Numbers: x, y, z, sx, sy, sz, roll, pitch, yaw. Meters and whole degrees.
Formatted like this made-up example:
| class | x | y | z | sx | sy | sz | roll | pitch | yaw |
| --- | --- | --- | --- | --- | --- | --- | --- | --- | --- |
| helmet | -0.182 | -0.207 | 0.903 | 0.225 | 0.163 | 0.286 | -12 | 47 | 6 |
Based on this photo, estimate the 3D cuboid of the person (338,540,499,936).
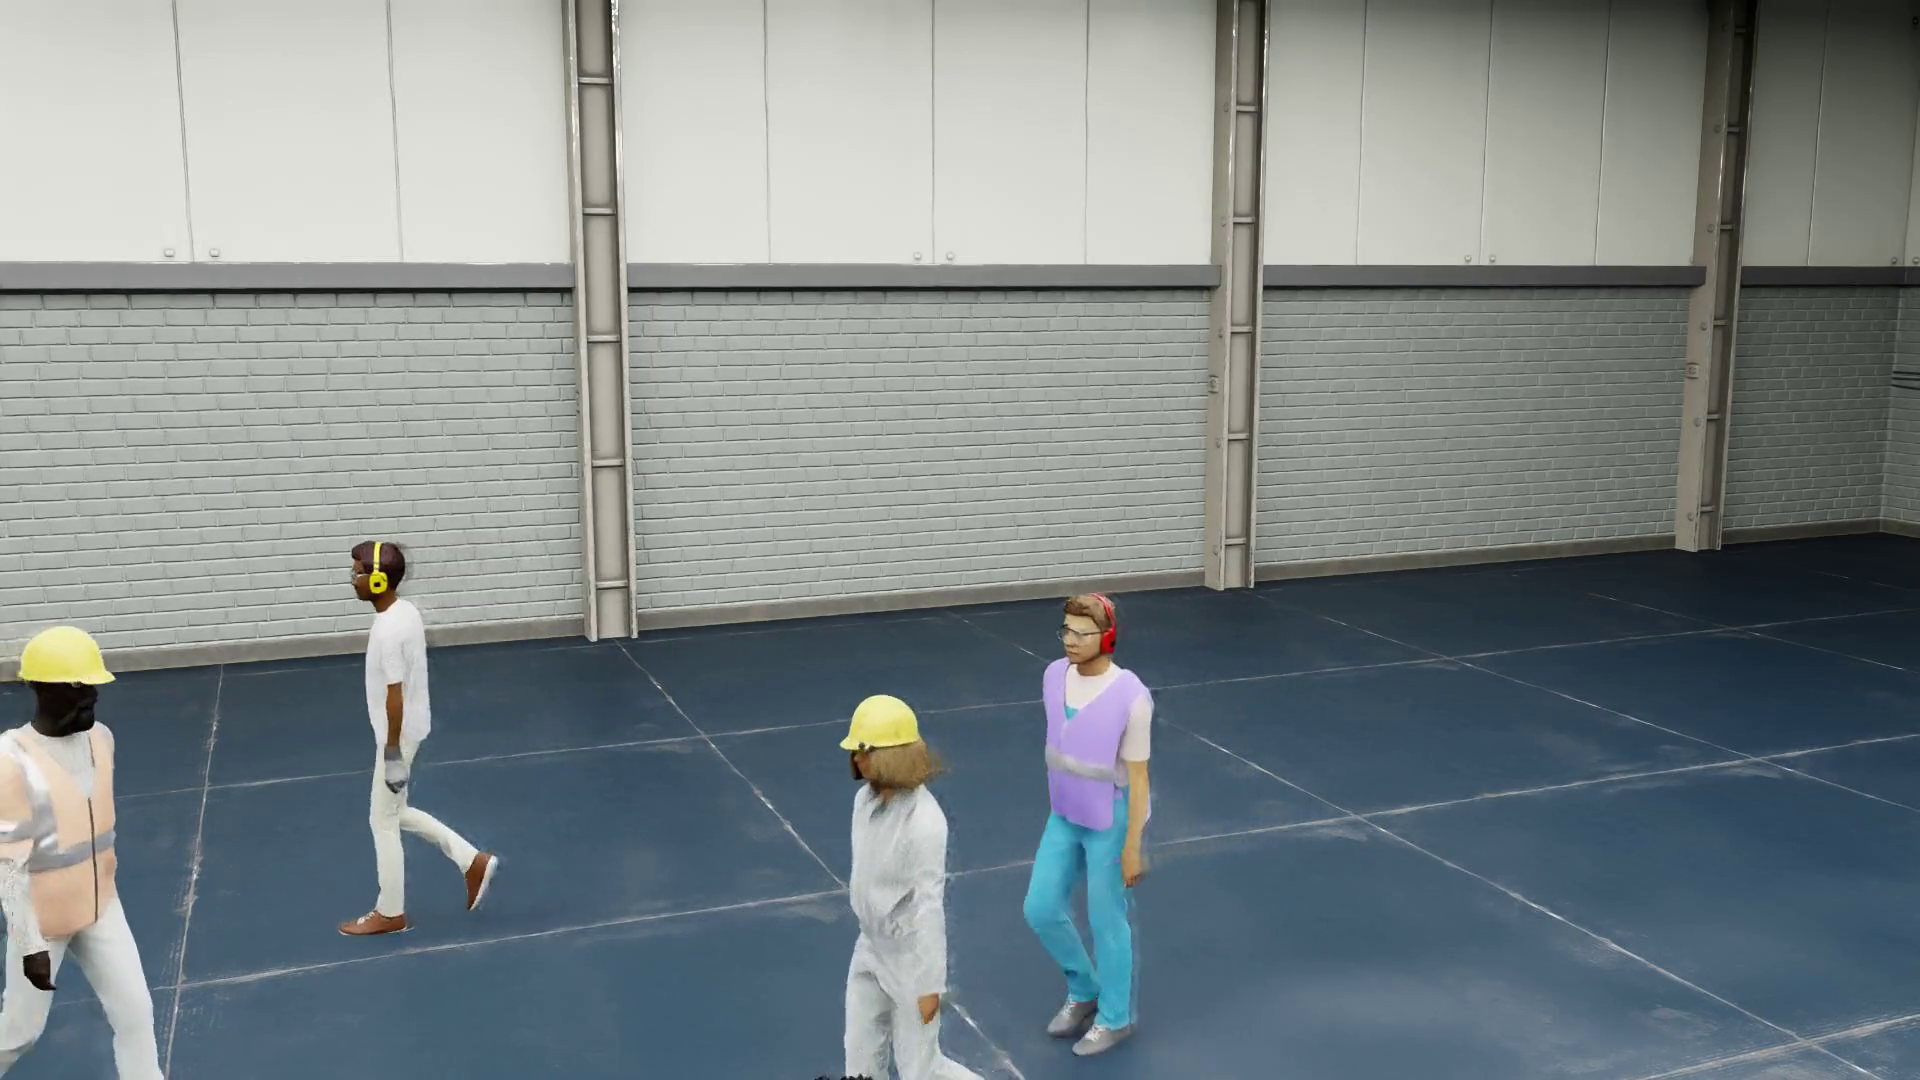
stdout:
| class | x | y | z | sx | sy | sz | roll | pitch | yaw |
| --- | --- | --- | --- | --- | --- | --- | --- | --- | --- |
| person | -2.530 | 0.905 | 7.624 | 0.630 | 1.857 | 0.533 | -1 | 9 | -8 |

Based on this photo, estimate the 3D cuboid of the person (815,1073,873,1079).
| class | x | y | z | sx | sy | sz | roll | pitch | yaw |
| --- | --- | --- | --- | --- | --- | --- | --- | --- | --- |
| person | -0.179 | 1.736 | 2.898 | 0.366 | 1.685 | 0.551 | 5 | 10 | 29 |

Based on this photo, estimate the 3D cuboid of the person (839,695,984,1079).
| class | x | y | z | sx | sy | sz | roll | pitch | yaw |
| --- | --- | --- | --- | --- | --- | --- | --- | --- | --- |
| person | -0.144 | 1.327 | 5.383 | 0.671 | 1.721 | 0.500 | -6 | 11 | -34 |

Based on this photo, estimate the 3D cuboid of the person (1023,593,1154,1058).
| class | x | y | z | sx | sy | sz | roll | pitch | yaw |
| --- | --- | --- | --- | --- | --- | --- | --- | --- | --- |
| person | 0.506 | 1.102 | 6.429 | 0.447 | 1.834 | 0.592 | -7 | 11 | -36 |

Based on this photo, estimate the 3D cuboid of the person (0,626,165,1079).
| class | x | y | z | sx | sy | sz | roll | pitch | yaw |
| --- | --- | --- | --- | --- | --- | --- | --- | --- | --- |
| person | -3.074 | 1.213 | 5.594 | 0.939 | 1.891 | 0.596 | 2 | 9 | 13 |
